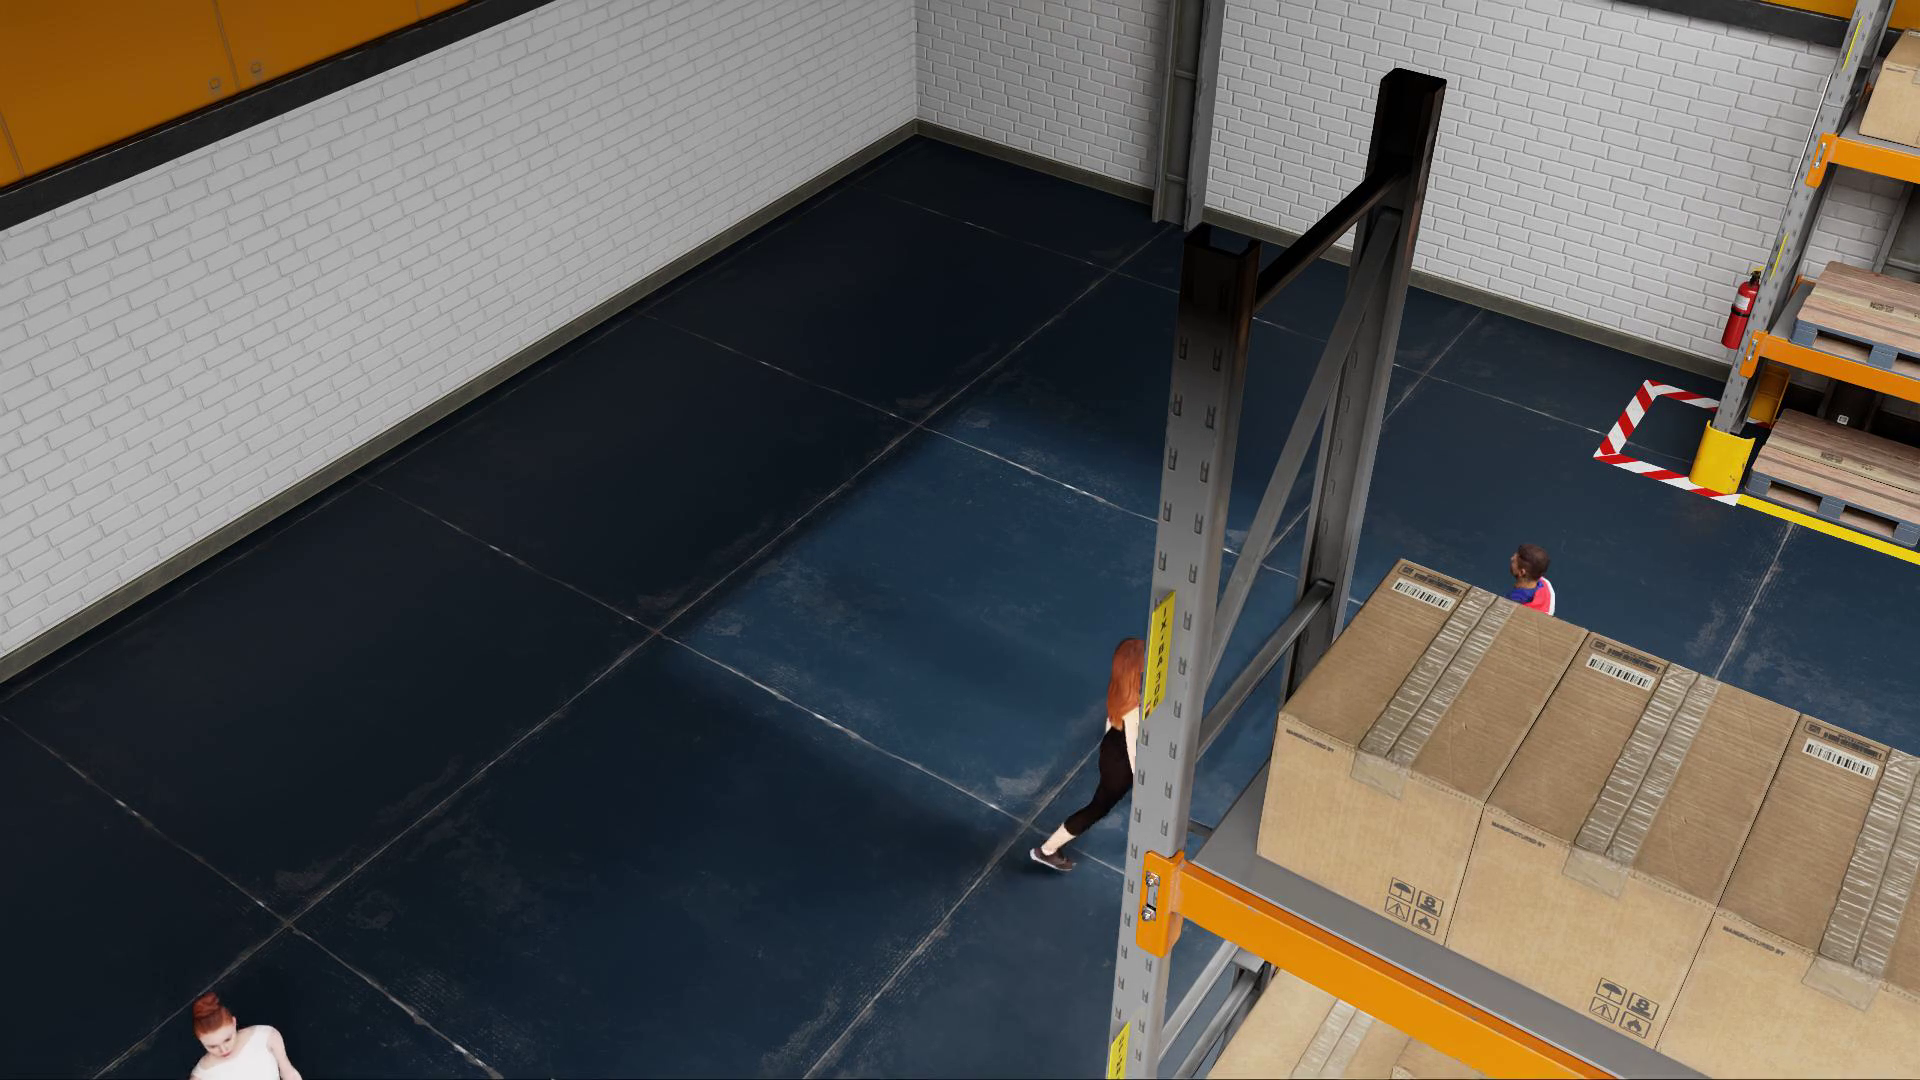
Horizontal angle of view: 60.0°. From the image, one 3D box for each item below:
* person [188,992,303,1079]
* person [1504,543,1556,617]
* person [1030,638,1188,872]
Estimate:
[{"bbox_3d":[-3.112,2.555,7.409,0.694,1.780,0.836,-28,46,-30],"label":"person"},{"bbox_3d":[3.244,0.783,9.662,0.766,1.737,0.867,-25,45,-28],"label":"person"},{"bbox_3d":[0.790,1.225,9.149,1.205,1.686,1.040,-1,39,-1],"label":"person"}]
